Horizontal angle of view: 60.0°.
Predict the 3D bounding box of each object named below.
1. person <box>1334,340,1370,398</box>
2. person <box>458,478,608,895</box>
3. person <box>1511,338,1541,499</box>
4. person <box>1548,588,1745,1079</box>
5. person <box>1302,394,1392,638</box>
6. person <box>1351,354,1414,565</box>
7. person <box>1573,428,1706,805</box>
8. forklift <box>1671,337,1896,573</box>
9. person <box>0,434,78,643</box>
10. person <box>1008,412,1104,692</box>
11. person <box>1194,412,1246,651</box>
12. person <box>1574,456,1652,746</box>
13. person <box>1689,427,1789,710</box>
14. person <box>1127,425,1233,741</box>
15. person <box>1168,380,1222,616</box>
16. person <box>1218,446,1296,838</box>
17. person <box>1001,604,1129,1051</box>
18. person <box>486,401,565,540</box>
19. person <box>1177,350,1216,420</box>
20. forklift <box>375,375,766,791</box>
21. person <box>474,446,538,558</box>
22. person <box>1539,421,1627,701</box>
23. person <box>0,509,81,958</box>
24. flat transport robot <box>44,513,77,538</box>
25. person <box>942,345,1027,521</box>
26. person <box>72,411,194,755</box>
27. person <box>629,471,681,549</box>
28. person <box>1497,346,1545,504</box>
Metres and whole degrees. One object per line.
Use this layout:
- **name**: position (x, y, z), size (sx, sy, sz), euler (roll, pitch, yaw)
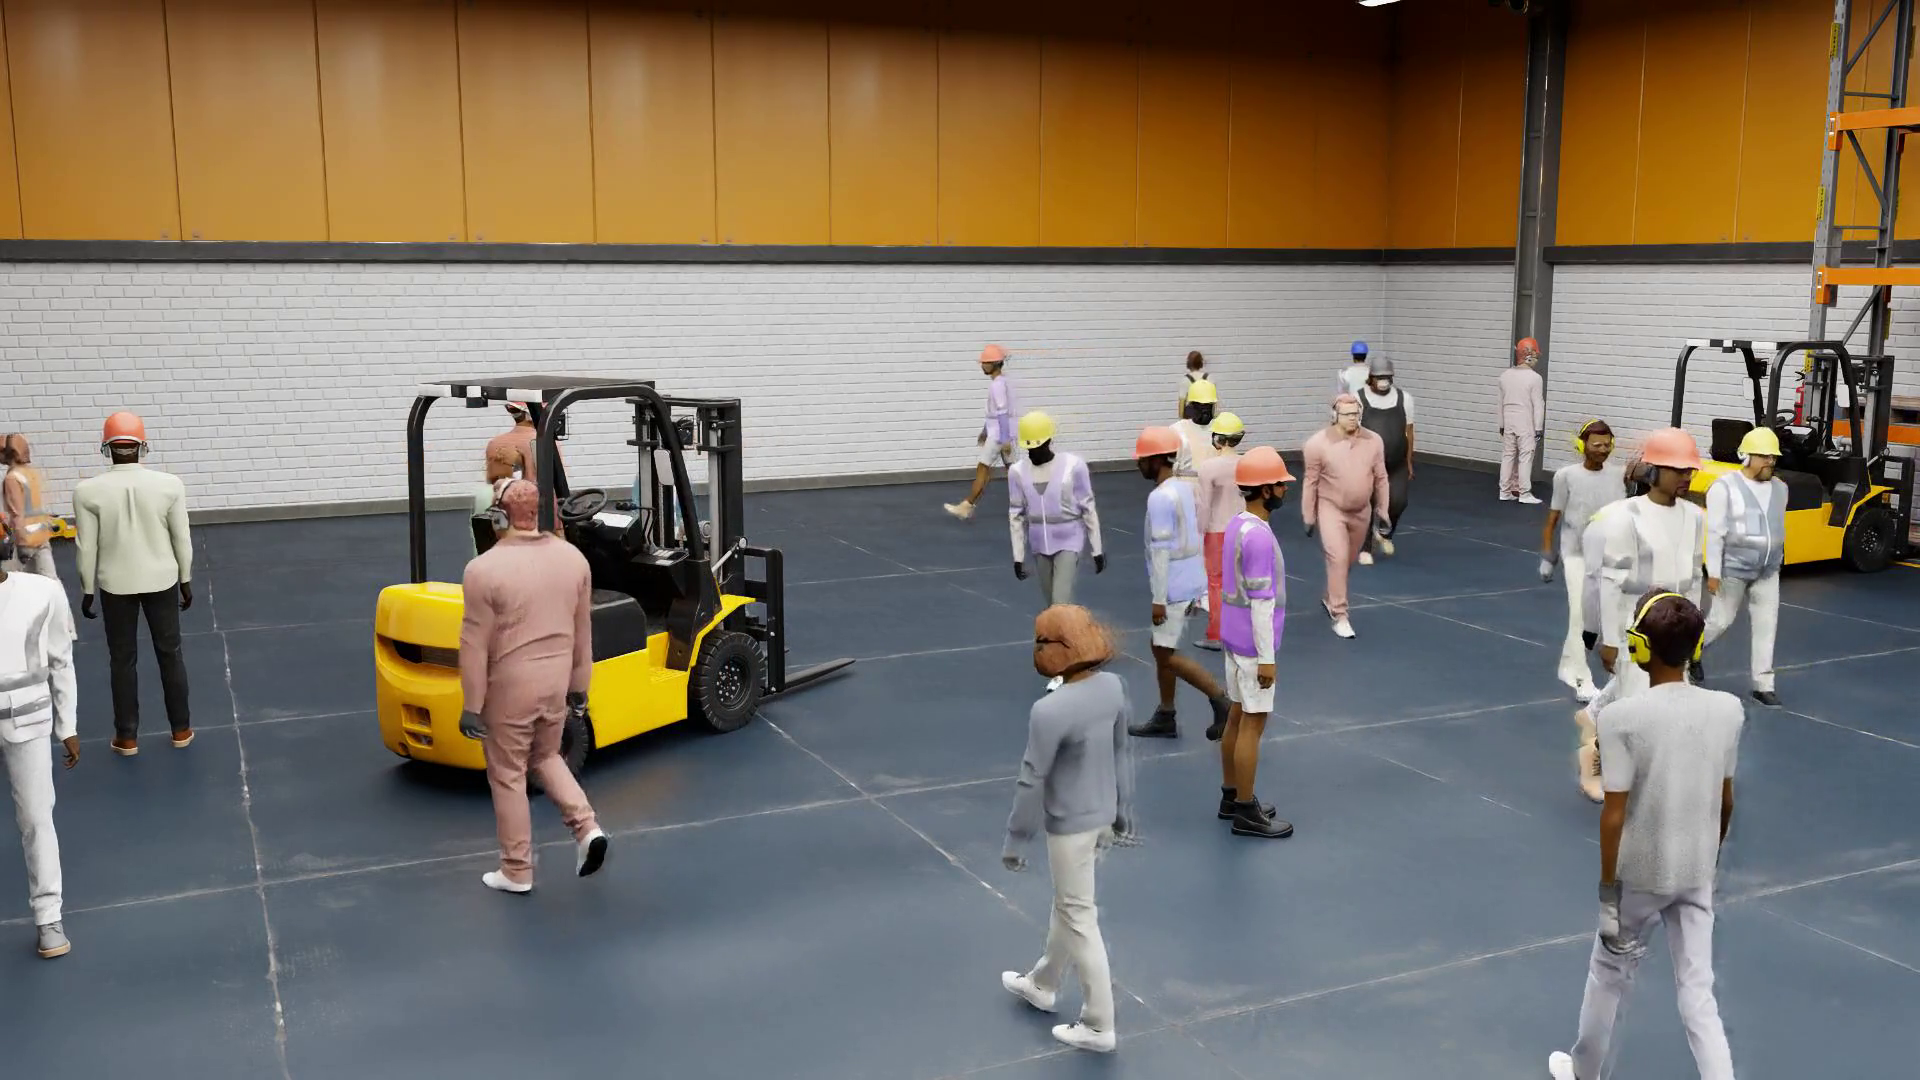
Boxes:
- **person**: position (5.053, -1.560, 21.087), size (0.622, 1.930, 0.426), euler (2, 9, 9)
- **person**: position (-1.914, 0.667, 7.429), size (0.517, 1.892, 0.651), euler (6, 11, 35)
- **person**: position (6.944, -1.504, 20.581), size (0.391, 1.987, 0.608), euler (2, 9, 11)
- **person**: position (2.220, 1.059, 5.220), size (0.524, 1.825, 0.990), euler (-1, 9, -5)
- **person**: position (2.997, -0.227, 13.057), size (0.641, 1.867, 0.937), euler (-2, 9, -13)
- **person**: position (4.005, -0.778, 15.912), size (0.697, 2.000, 0.536), euler (0, 9, 0)
- **person**: position (3.459, 0.442, 8.361), size (0.625, 2.032, 0.552), euler (-4, 10, -22)
- **forklift**: position (7.551, -0.789, 15.507), size (2.313, 2.155, 1.214), euler (-4, 10, -25)
- **person**: position (-7.039, 0.019, 12.342), size (0.815, 1.598, 0.531), euler (-2, 9, -10)
- **person**: position (0.600, 0.073, 11.166), size (0.650, 1.862, 0.800), euler (6, 11, 31)
- **person**: position (1.964, -0.061, 12.303), size (0.530, 1.772, 0.300), euler (-4, 10, -25)
- **person**: position (3.726, 0.414, 9.248), size (0.620, 1.814, 0.882), euler (-3, 10, -18)
- **person**: position (5.104, 0.150, 10.882), size (0.596, 1.809, 0.818), euler (-2, 9, -10)
- **person**: position (1.314, 0.279, 9.788), size (0.703, 1.909, 0.566), euler (3, 10, 19)
- **person**: position (1.952, -0.345, 13.571), size (0.587, 1.928, 0.382), euler (-3, 10, -19)
- **person**: position (1.477, 0.501, 8.281), size (0.348, 1.942, 0.548), euler (-1, 9, -4)
- **person**: position (0.318, 1.021, 6.036), size (0.654, 1.609, 0.528), euler (7, 11, 36)
- **person**: position (-3.096, -0.115, 11.950), size (0.612, 1.991, 0.392), euler (3, 10, 18)
- **person**: position (3.003, -1.494, 21.075), size (0.501, 1.814, 0.929), euler (0, 9, -1)
- **forklift**: position (-2.268, 0.149, 9.685), size (1.214, 2.155, 2.313), euler (6, 11, 32)
- **person**: position (-3.044, 0.155, 11.431), size (0.573, 1.607, 0.493), euler (5, 10, 27)
- **person**: position (4.147, 0.135, 10.909), size (0.508, 1.830, 0.937), euler (-1, 9, -7)
- **person**: position (-3.878, 0.784, 6.707), size (0.584, 1.881, 0.337), euler (-5, 10, -28)
- **flat transport robot**: position (-9.865, -0.083, 17.071), size (0.652, 0.197, 1.431), euler (7, 11, 35)
- **person**: position (0.369, -1.187, 18.624), size (1.070, 1.983, 0.616), euler (2, 9, 9)
- **person**: position (-4.786, 0.250, 9.672), size (0.611, 1.996, 0.379), euler (-6, 11, -32)
- **person**: position (-2.282, -0.026, 12.620), size (0.846, 1.597, 0.522), euler (3, 10, 18)
- **person**: position (6.812, -1.390, 20.138), size (0.403, 1.901, 0.651), euler (-5, 11, -30)
